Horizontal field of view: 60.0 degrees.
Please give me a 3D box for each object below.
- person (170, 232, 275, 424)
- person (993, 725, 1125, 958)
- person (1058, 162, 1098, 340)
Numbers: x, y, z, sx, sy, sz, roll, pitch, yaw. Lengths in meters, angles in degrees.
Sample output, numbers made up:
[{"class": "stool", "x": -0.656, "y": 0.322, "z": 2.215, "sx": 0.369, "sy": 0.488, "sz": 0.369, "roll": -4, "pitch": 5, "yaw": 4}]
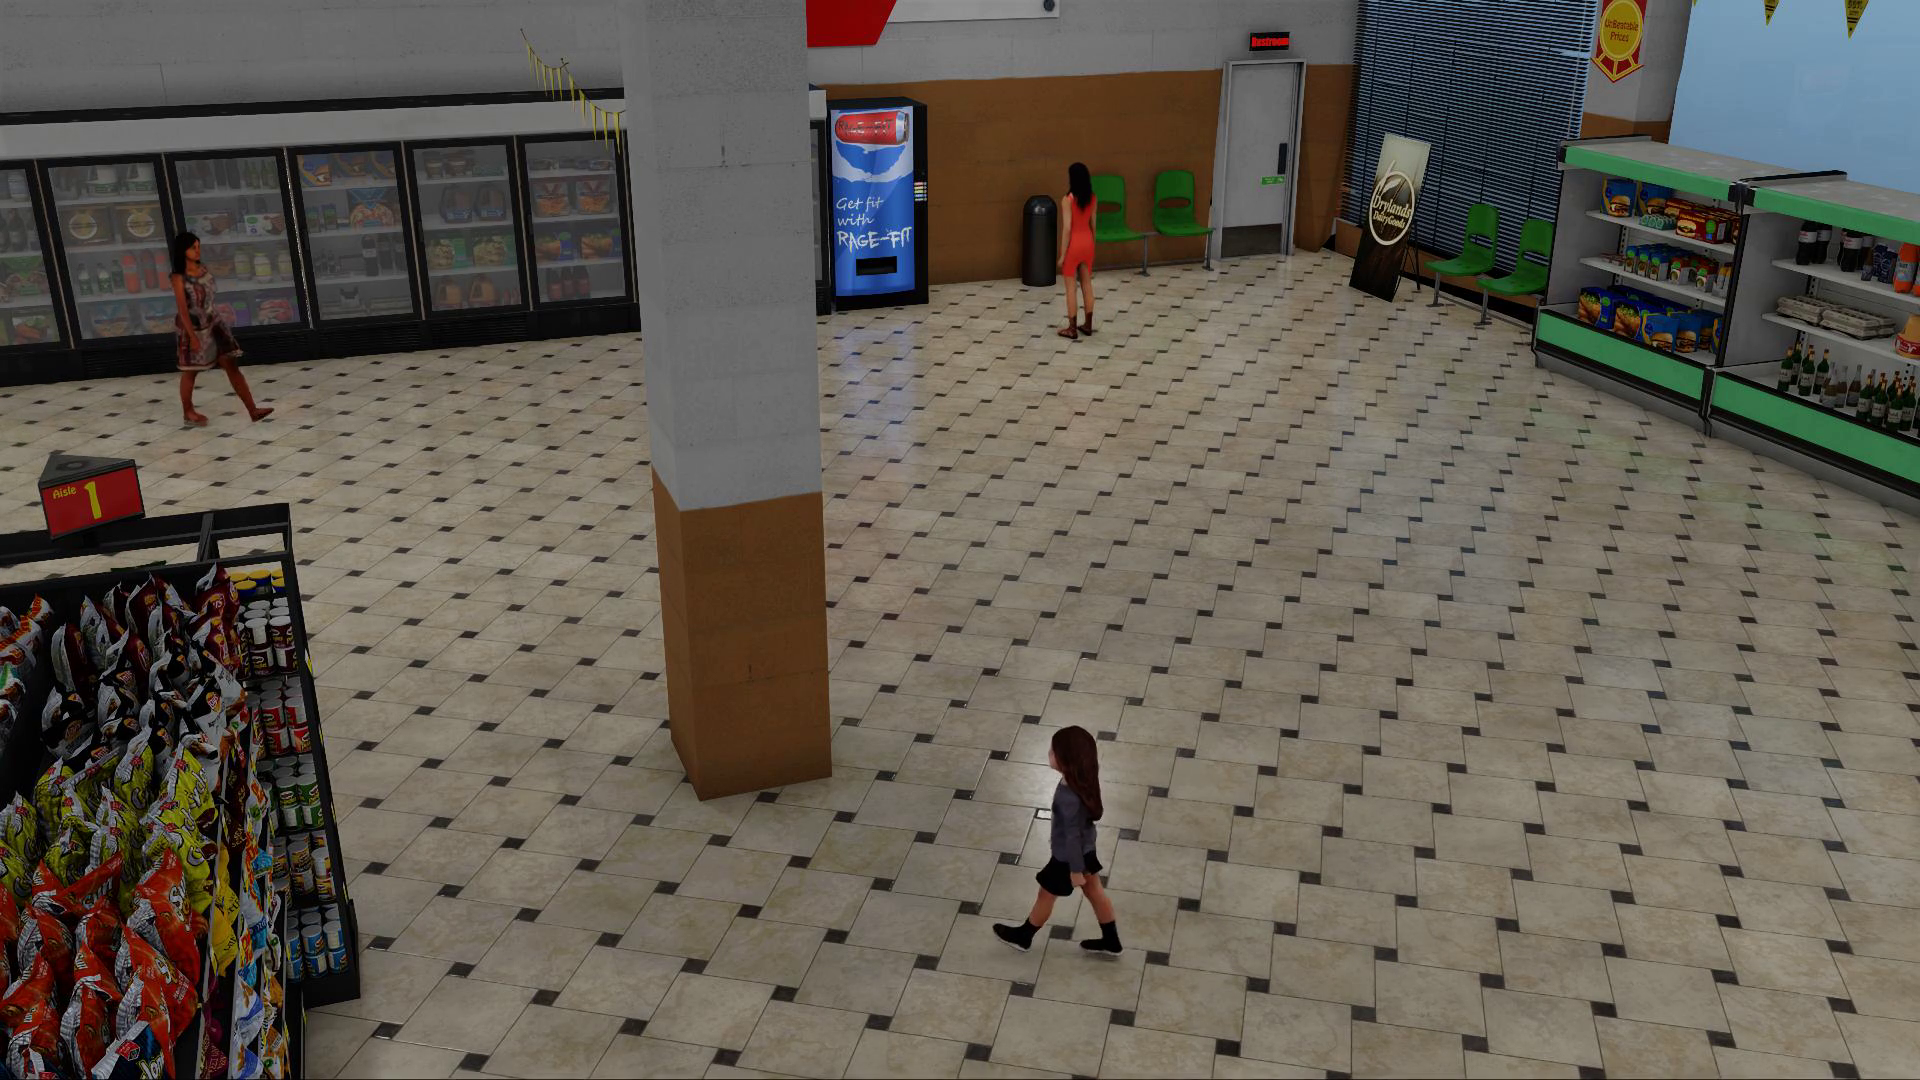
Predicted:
[{"class": "person", "x": -6.315, "y": -1.700, "z": 13.673, "sx": 1.120, "sy": 1.602, "sz": 1.130, "roll": 7, "pitch": 23, "yaw": 16}, {"class": "person", "x": 0.526, "y": 1.290, "z": 6.939, "sx": 0.787, "sy": 1.075, "sz": 0.792, "roll": 5, "pitch": 22, "yaw": 12}, {"class": "person", "x": 1.160, "y": -2.848, "z": 16.373, "sx": 0.643, "sy": 1.719, "sz": 0.592, "roll": -15, "pitch": 26, "yaw": -32}]
